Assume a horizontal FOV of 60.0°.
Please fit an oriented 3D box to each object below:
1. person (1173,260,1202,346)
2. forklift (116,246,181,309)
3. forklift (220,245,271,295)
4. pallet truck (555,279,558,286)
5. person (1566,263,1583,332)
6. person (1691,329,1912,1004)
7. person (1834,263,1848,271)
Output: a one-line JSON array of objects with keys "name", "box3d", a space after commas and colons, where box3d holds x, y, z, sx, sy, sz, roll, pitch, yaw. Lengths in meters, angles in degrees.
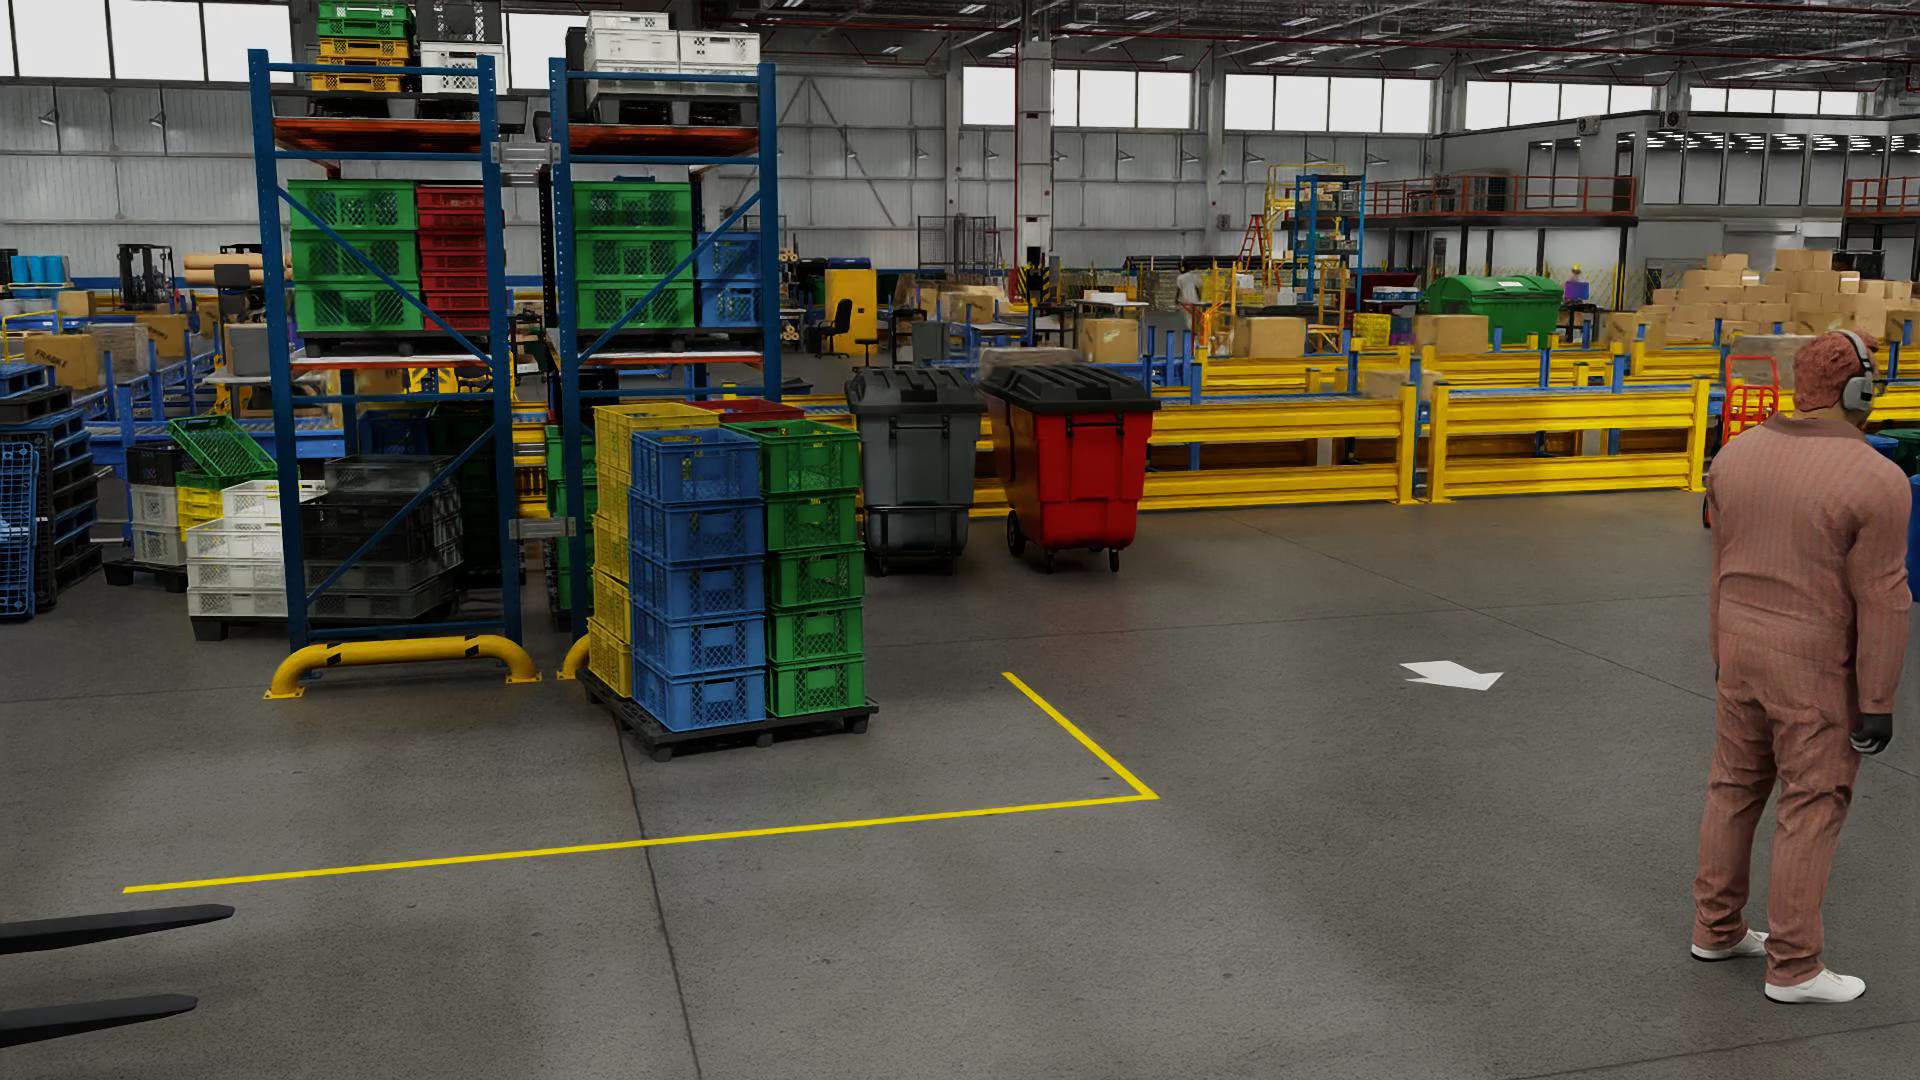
[{"name": "person", "box3d": [4.852, -5.032, 35.411, 0.535, 1.830, 0.552, -6, 12, -31]}, {"name": "forklift", "box3d": [-19.966, -6.232, 40.894, 1.157, 1.987, 2.680, -3, 10, -15]}, {"name": "forklift", "box3d": [-17.749, -6.334, 41.440, 1.157, 1.987, 2.680, -3, 10, -17]}, {"name": "pallet truck", "box3d": [-10.604, -6.375, 44.520, 0.653, 1.274, 1.630, -3, 10, -15]}, {"name": "person", "box3d": [15.223, -6.010, 41.286, 0.544, 1.719, 0.922, -7, 12, -33]}, {"name": "person", "box3d": [2.402, 0.358, 4.725, 0.399, 1.900, 0.636, -4, 11, -22]}, {"name": "person", "box3d": [15.475, -4.022, 29.678, 0.607, 1.840, 0.874, -4, 11, -23]}]
